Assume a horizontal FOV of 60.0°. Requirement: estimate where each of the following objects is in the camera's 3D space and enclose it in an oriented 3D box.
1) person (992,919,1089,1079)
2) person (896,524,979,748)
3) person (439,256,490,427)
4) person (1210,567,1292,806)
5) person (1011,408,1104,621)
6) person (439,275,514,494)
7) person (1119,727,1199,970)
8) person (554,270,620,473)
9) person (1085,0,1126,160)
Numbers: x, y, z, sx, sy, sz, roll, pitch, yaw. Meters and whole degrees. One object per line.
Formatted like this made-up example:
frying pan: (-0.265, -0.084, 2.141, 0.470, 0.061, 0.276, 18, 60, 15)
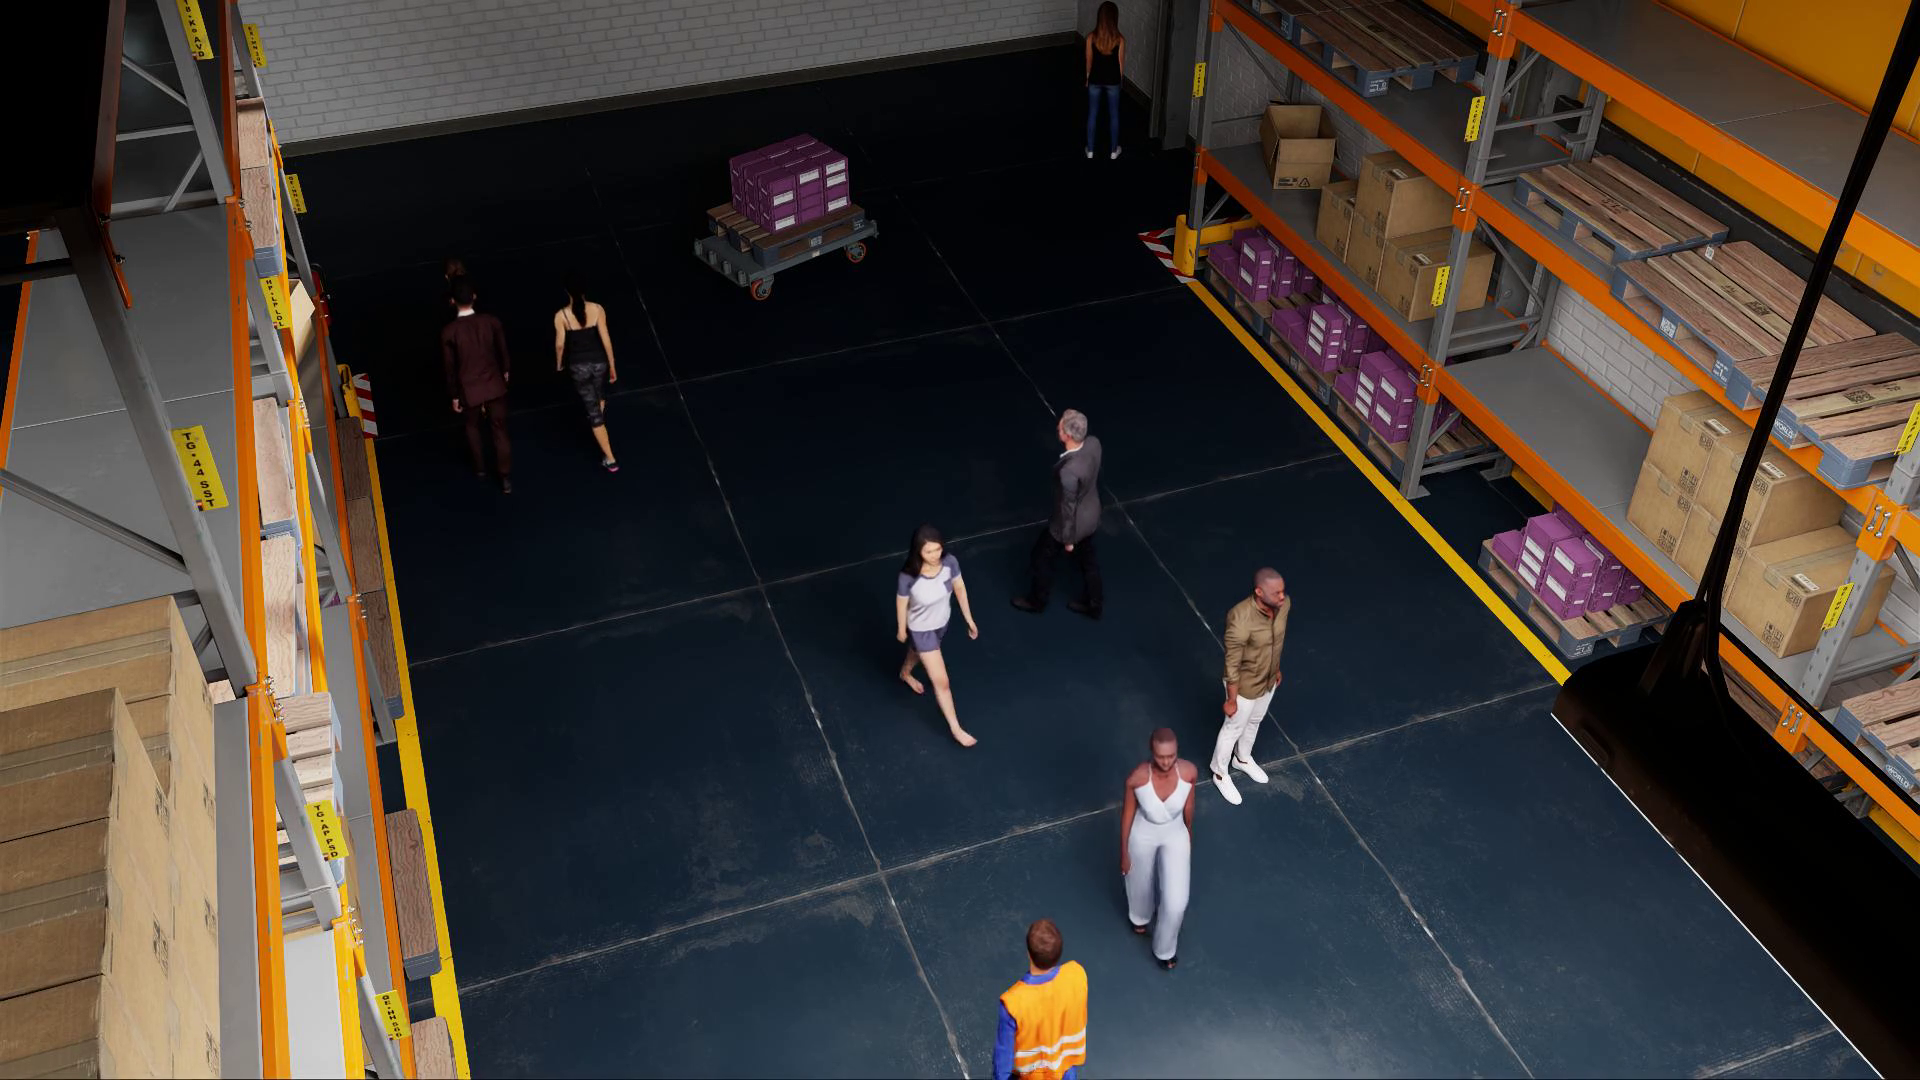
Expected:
person: (0.446, 2.682, 8.336, 0.704, 1.829, 0.996, -16, 41, -19)
person: (-0.249, 0.528, 11.178, 0.882, 1.648, 1.218, -29, 47, -31)
person: (-4.123, -1.658, 14.000, 0.743, 1.544, 0.943, -30, 47, -32)
person: (1.855, 0.885, 10.589, 0.801, 1.825, 0.735, -30, 47, -32)
person: (0.883, -0.129, 11.868, 1.079, 1.816, 1.008, 21, 43, 24)
person: (-3.761, -1.164, 13.141, 0.747, 1.843, 0.879, -18, 42, -21)
person: (1.115, 1.673, 9.650, 0.711, 1.766, 0.818, -4, 39, -5)
person: (-2.981, -1.317, 13.456, 0.704, 1.689, 1.122, -21, 43, -24)
person: (1.561, -4.961, 17.992, 0.682, 1.722, 0.690, 6, 39, 7)
